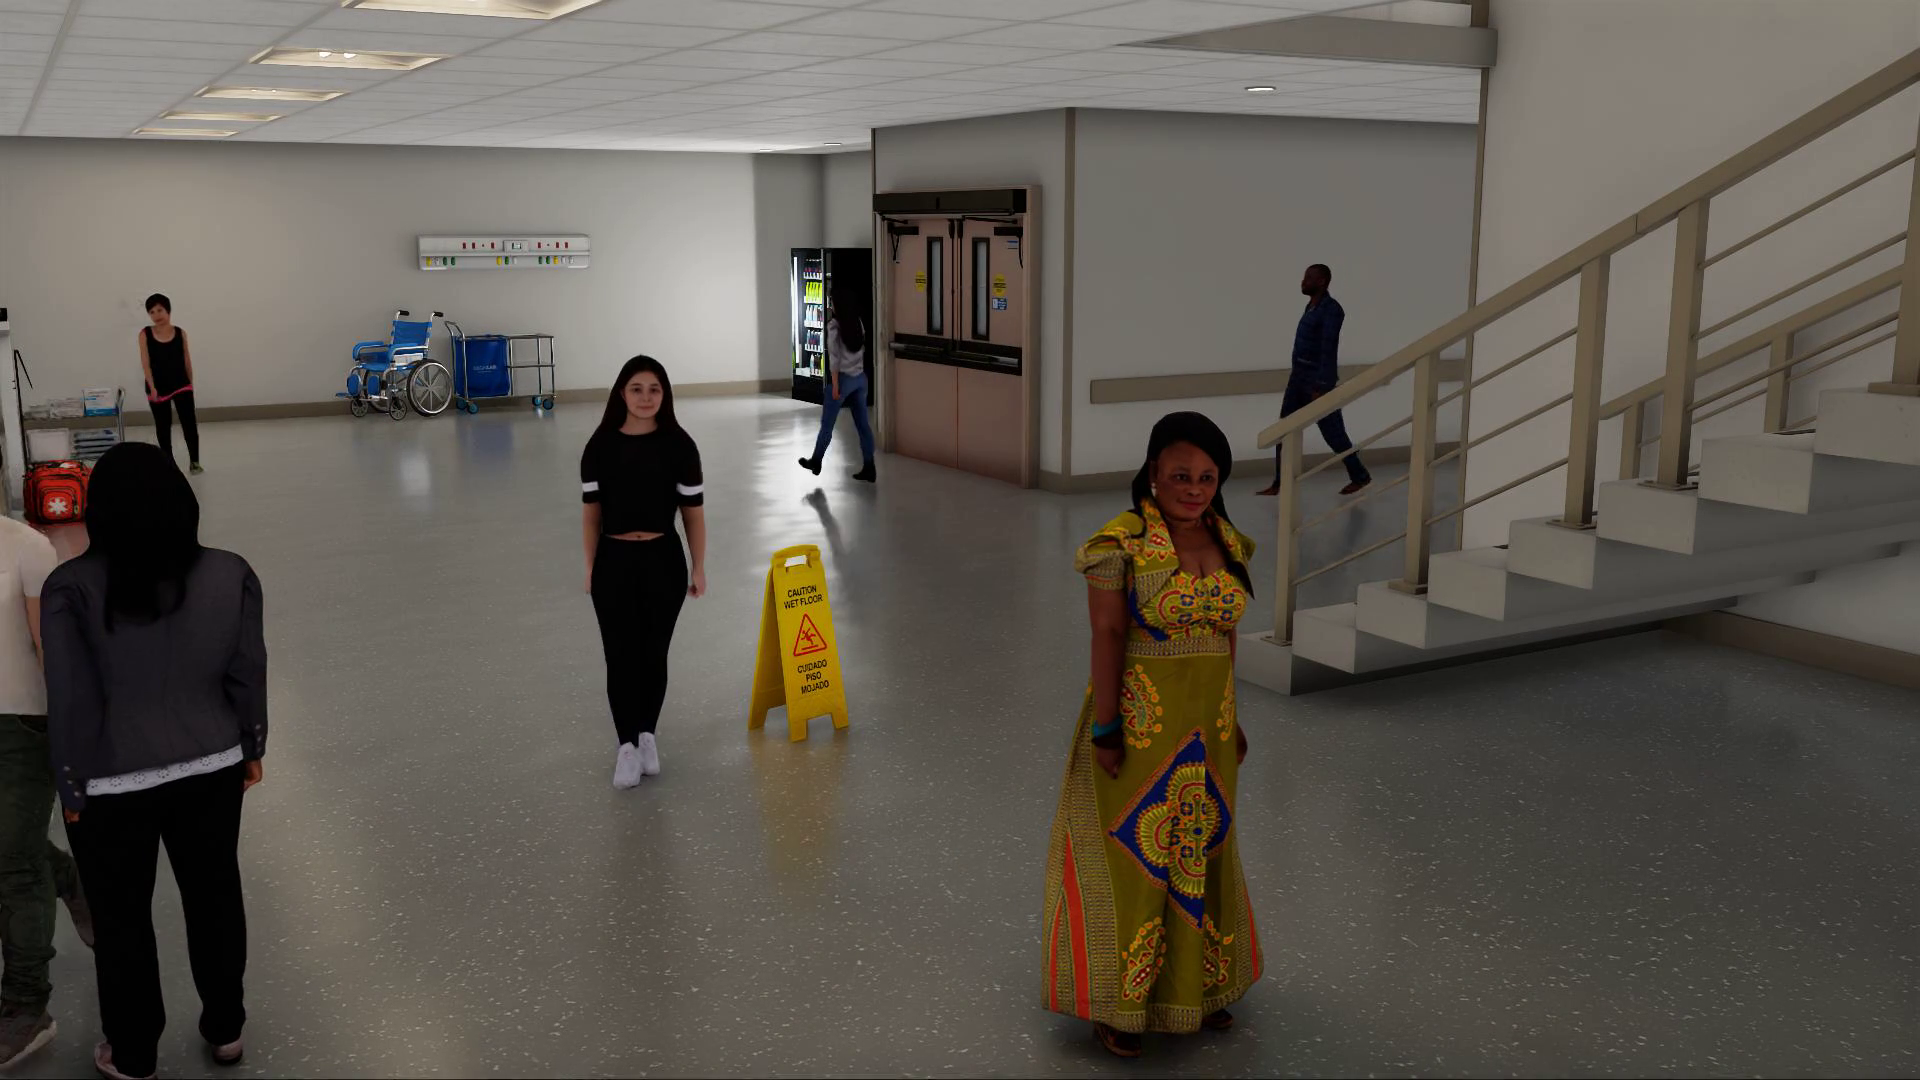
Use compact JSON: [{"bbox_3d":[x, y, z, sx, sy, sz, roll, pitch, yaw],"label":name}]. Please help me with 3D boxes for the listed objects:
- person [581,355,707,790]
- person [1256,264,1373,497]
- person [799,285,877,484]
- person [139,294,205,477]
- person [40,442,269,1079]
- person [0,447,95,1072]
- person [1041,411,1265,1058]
[{"bbox_3d":[-1.228,0.097,6.422,0.719,1.627,0.788,-2,11,-11],"label":"person"},{"bbox_3d":[2.817,-1.186,12.780,1.017,1.779,1.185,-2,11,-8],"label":"person"},{"bbox_3d":[-0.847,-1.248,13.597,1.079,1.595,0.852,8,14,37],"label":"person"},{"bbox_3d":[-6.670,-1.279,13.969,0.591,1.518,0.946,-7,13,-33],"label":"person"},{"bbox_3d":[-1.979,0.553,4.096,0.734,1.599,0.734,-10,15,-43],"label":"person"},{"bbox_3d":[-2.459,0.489,4.357,0.949,1.628,1.117,0,11,-1],"label":"person"},{"bbox_3d":[0.529,0.481,4.313,0.835,1.659,0.748,-6,12,-30],"label":"person"}]
